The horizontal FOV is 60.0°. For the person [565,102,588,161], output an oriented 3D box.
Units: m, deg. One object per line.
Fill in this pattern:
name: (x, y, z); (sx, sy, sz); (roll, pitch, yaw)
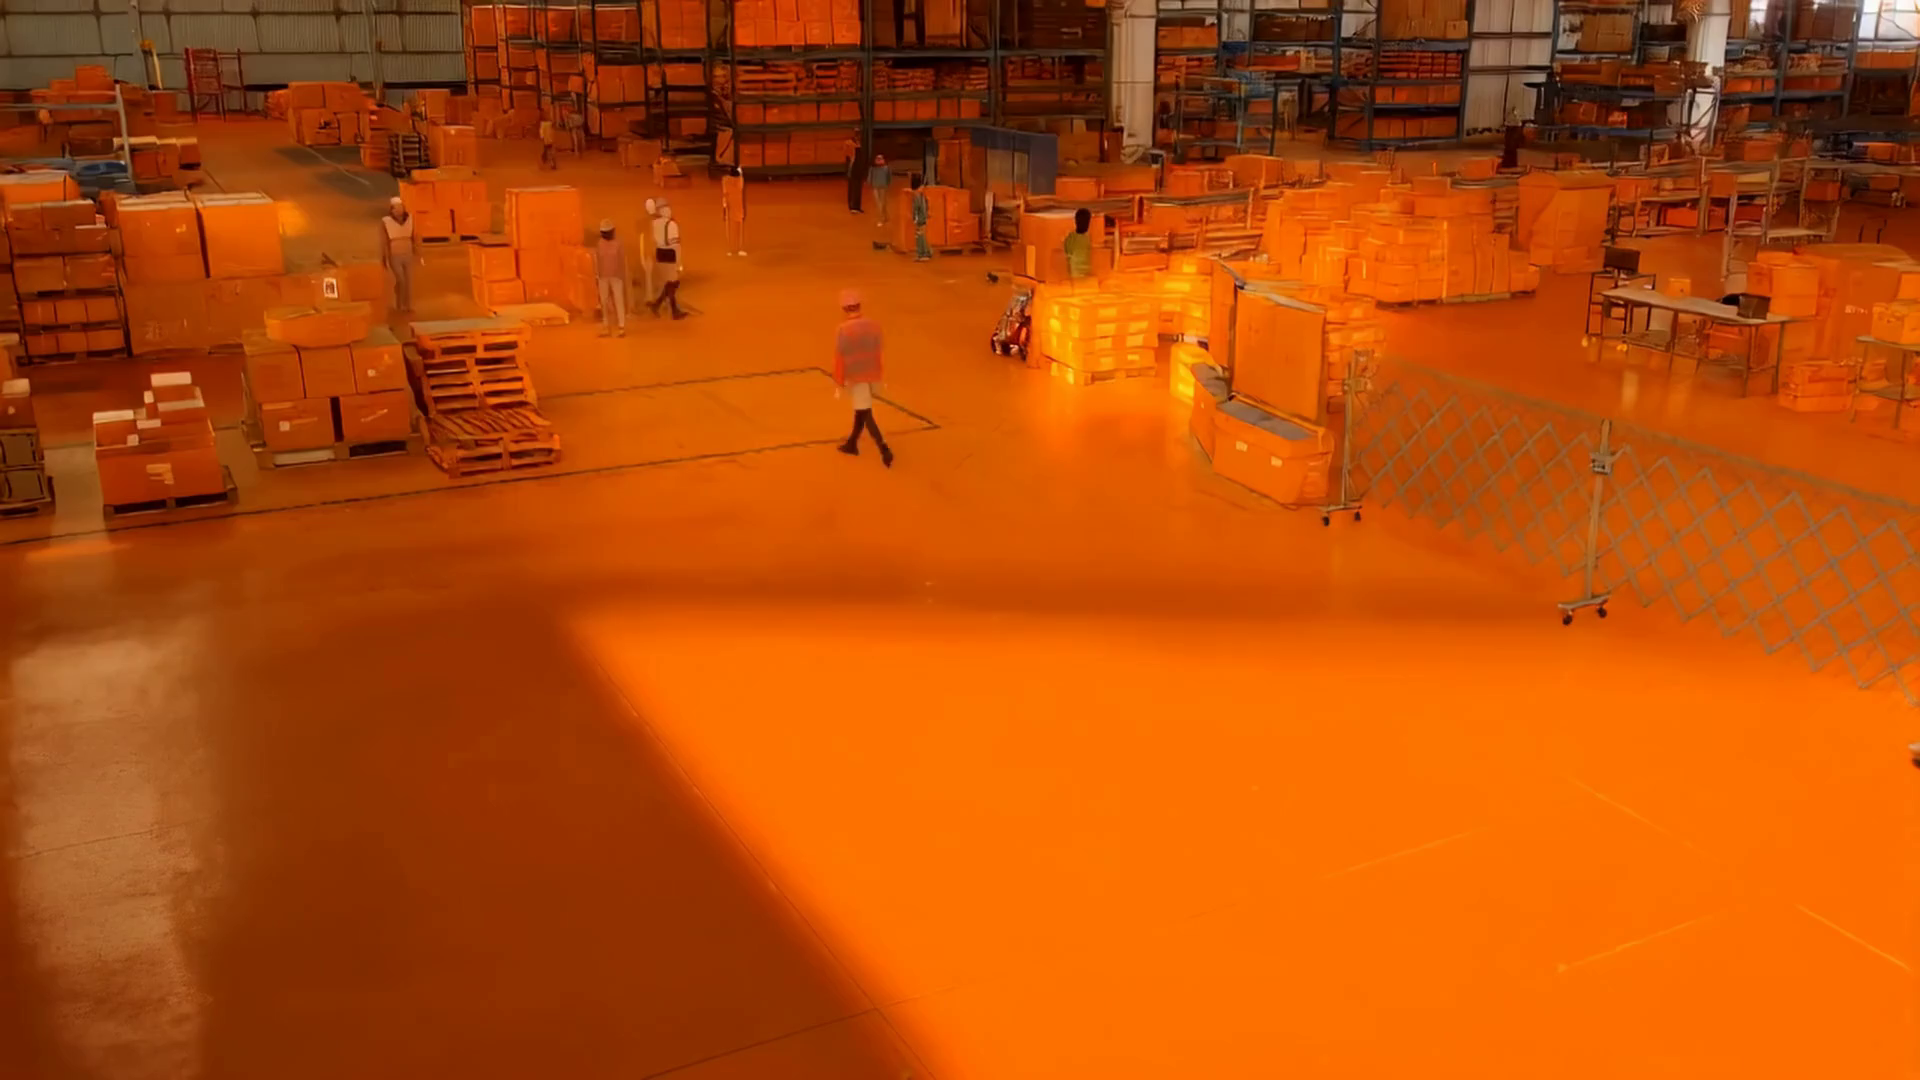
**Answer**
person: (-12.263, -13.116, 53.428); (0.640, 1.819, 0.714); (-14, 23, -37)

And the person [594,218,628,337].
person: (-5.205, -3.904, 24.802); (0.526, 1.768, 0.331); (4, 18, 12)

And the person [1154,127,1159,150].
person: (5.063, -10.176, 44.427); (0.901, 1.726, 0.521); (-8, 20, -24)

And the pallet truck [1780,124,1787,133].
pallet truck: (25.206, -12.542, 52.601); (1.601, 1.201, 0.680); (0, 18, -2)

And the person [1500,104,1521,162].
person: (17.683, -13.002, 53.104); (0.763, 1.811, 0.602); (-9, 20, -25)

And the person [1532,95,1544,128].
person: (19.552, -14.005, 56.033); (0.598, 1.924, 0.570); (-8, 19, -22)

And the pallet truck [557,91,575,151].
pallet truck: (-13.495, -14.412, 57.188); (0.823, 1.965, 1.885); (-3, 18, -9)

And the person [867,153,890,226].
person: (-1.842, -7.904, 37.510); (0.505, 1.622, 0.343); (3, 18, 9)

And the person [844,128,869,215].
person: (-2.425, -8.764, 39.510); (0.535, 2.000, 0.686); (8, 20, 24)

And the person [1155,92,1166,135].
person: (7.715, -16.419, 64.054); (0.506, 1.621, 0.407); (-8, 19, -24)

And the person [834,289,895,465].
person: (-1.020, -1.740, 17.924); (0.558, 1.871, 1.002); (-14, 22, -36)

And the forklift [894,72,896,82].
forklift: (-1.689, -13.186, 51.944); (1.873, 2.768, 1.129); (-9, 20, -26)

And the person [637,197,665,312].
person: (-4.972, -4.660, 27.090); (0.532, 1.810, 1.015); (-6, 19, -19)

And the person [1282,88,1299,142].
person: (12.125, -15.552, 60.888); (0.651, 1.906, 0.409); (14, 22, 37)

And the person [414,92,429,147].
person: (-18.922, -14.752, 58.397); (0.593, 1.909, 0.383); (16, 24, 41)

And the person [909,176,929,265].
person: (-0.794, -6.108, 31.805); (0.323, 1.690, 0.536); (7, 19, 22)

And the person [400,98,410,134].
person: (-20.012, -15.126, 60.008); (0.314, 1.629, 0.509); (-8, 19, -22)

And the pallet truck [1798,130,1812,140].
pallet truck: (25.526, -11.556, 49.408); (1.630, 1.274, 0.653); (-9, 20, -26)

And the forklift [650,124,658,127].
forklift: (-12.701, -18.422, 68.268); (1.873, 2.768, 1.129); (15, 23, 39)

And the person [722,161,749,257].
person: (-4.439, -6.547, 32.884); (0.534, 1.863, 0.310); (-9, 20, -25)

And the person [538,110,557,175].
person: (-12.219, -11.680, 48.904); (0.696, 1.856, 0.587); (-6, 19, -17)

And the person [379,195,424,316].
person: (-8.877, -4.543, 26.592); (0.663, 1.898, 0.594); (14, 23, 37)

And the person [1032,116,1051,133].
person: (2.148, -10.218, 44.116); (0.608, 1.995, 0.377); (-6, 19, -19)

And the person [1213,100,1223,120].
person: (9.378, -15.247, 60.353); (0.870, 1.655, 0.539); (9, 20, 26)

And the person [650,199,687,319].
person: (-4.666, -4.386, 26.128); (0.591, 1.888, 0.643); (16, 24, 41)

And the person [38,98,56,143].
person: (-33.017, -15.146, 60.094); (0.521, 1.618, 0.709); (-2, 18, -6)

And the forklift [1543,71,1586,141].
forklift: (18.685, -13.231, 52.085); (1.873, 2.768, 1.129); (-9, 20, -26)

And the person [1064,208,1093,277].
person: (1.765, -3.873, 24.381); (0.367, 1.966, 0.607); (12, 22, 34)
